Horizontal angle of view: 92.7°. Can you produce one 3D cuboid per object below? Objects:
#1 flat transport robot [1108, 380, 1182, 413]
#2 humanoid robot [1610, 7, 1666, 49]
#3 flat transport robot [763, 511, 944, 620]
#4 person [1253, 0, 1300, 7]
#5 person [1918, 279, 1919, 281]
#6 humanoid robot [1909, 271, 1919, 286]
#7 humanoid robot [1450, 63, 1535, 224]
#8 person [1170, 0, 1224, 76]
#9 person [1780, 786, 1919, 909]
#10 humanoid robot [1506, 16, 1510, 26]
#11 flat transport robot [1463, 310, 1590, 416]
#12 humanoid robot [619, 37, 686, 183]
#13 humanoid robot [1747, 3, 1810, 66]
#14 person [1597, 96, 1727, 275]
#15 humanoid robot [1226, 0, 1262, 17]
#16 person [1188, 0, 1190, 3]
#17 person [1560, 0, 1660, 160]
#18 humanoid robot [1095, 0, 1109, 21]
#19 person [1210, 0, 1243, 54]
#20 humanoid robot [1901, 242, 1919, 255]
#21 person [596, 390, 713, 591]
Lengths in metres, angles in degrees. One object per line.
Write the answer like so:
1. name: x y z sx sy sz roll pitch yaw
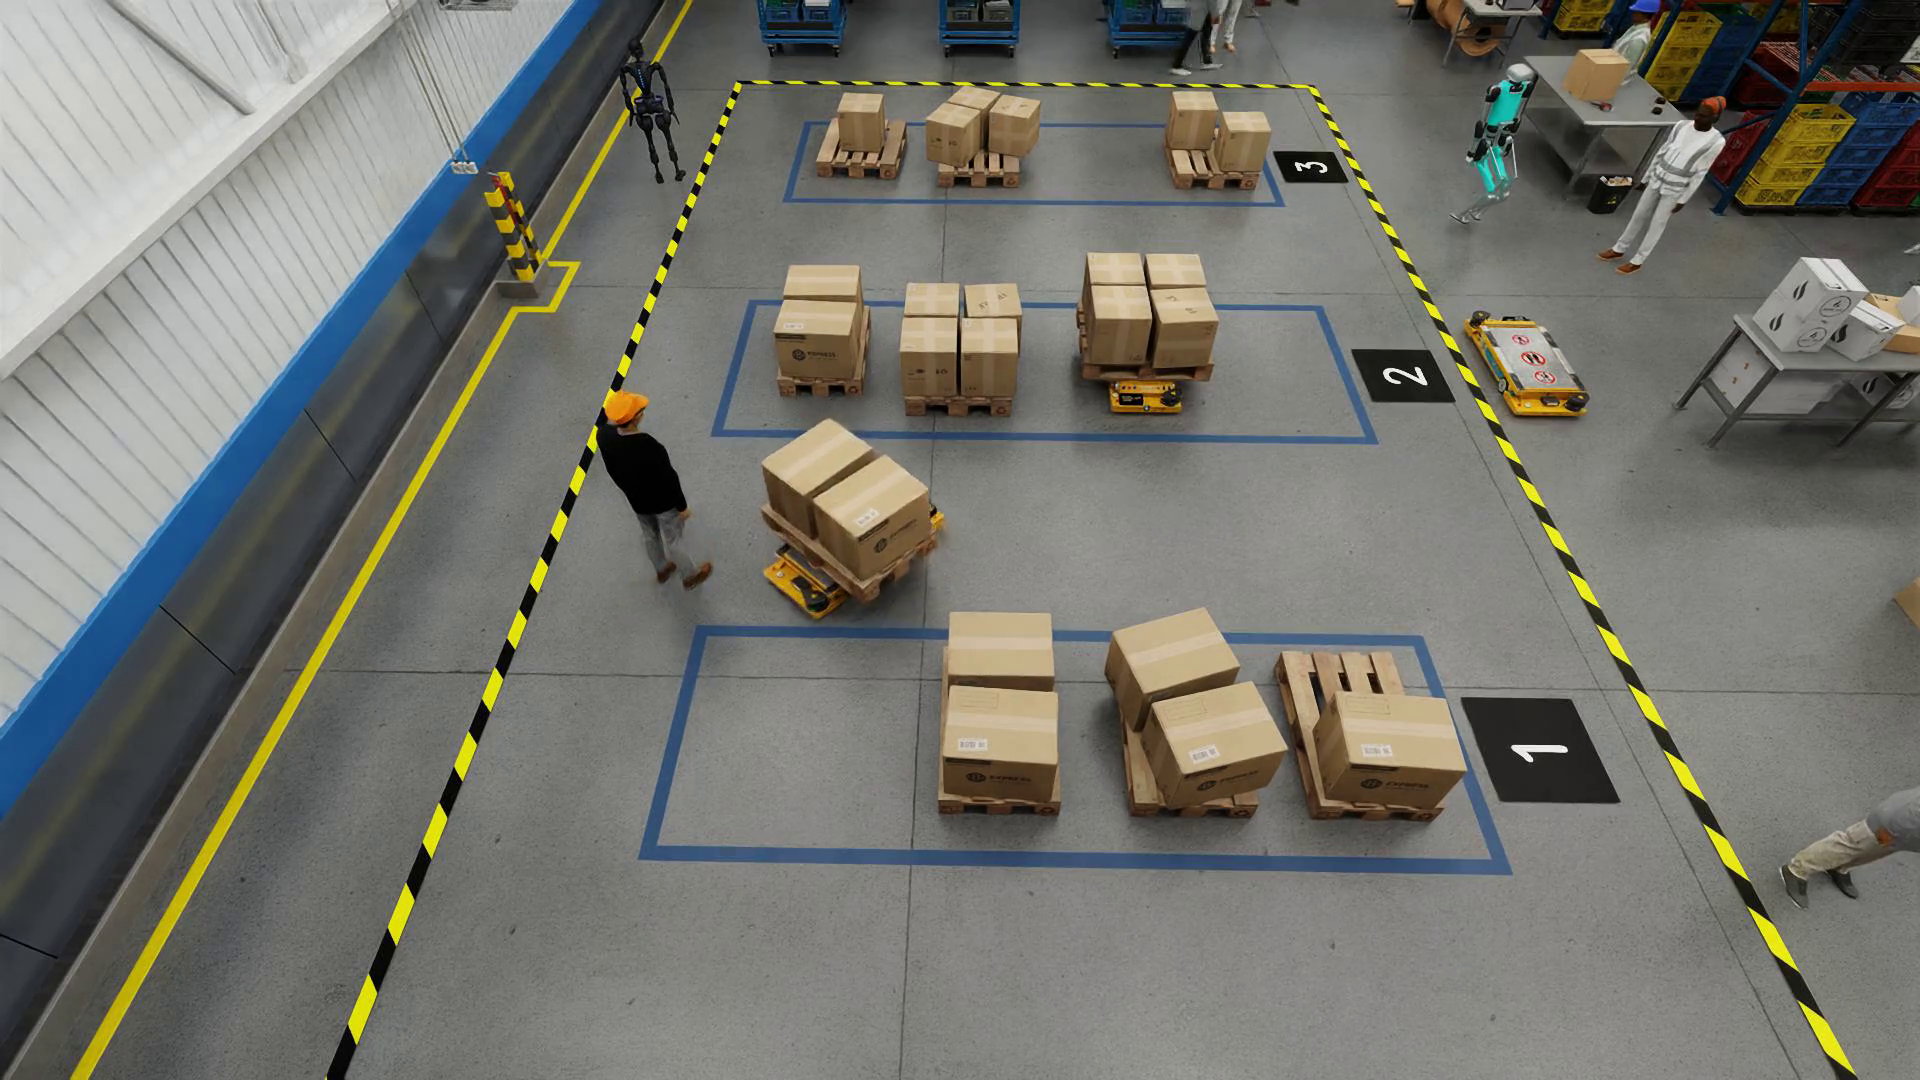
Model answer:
1. flat transport robot: 1.773 -1.807 9.079 0.652 0.197 1.431 1 49 1
2. humanoid robot: 10.062 -7.802 13.375 0.745 1.630 0.596 -12 50 -10
3. flat transport robot: -0.856 0.009 7.507 0.652 0.197 1.431 35 58 27
4. person: 5.388 -9.662 14.831 0.753 1.900 0.653 15 51 13
5. person: 9.327 -2.423 8.458 0.371 2.042 0.613 -32 56 -25
6. humanoid robot: 10.567 -3.348 9.396 0.532 1.691 0.734 4 49 4
7. humanoid robot: 6.022 -4.309 10.201 0.533 1.681 0.735 -11 50 -10
8. person: 3.559 -7.580 13.072 0.887 1.815 0.600 3 49 3
9. person: 5.433 1.587 5.169 0.563 1.765 0.399 -5 49 -4
10. humanoid robot: 8.321 -8.280 13.800 0.608 1.626 0.770 24 53 20
11. flat transport robot: 5.573 -1.757 9.054 0.659 0.231 1.431 1 49 1
12. humanoid robot: -3.733 -5.173 11.071 0.599 1.655 0.315 -7 49 -6
13. humanoid robot: 12.040 -7.799 13.370 0.756 1.626 0.609 -24 53 -20
14. person: 7.475 -3.733 9.699 0.340 1.882 0.575 -15 51 -13
15. humanoid robot: 4.637 -9.347 14.671 0.836 1.785 0.557 7 50 6
16. person: 3.832 -9.646 14.761 0.605 1.966 0.368 -26 54 -21
17. person: 8.064 -5.694 11.352 0.402 1.944 0.613 19 52 16
18. humanoid robot: 2.489 -9.093 14.478 0.472 1.644 0.609 8 50 7
19. person: 4.067 -8.261 13.643 0.626 1.843 0.429 -11 50 -10
20. humanoid robot: 11.344 -3.883 9.963 1.042 1.788 0.552 -3 49 -3
21. person: -2.255 -0.339 6.759 0.589 1.882 0.380 19 52 16
